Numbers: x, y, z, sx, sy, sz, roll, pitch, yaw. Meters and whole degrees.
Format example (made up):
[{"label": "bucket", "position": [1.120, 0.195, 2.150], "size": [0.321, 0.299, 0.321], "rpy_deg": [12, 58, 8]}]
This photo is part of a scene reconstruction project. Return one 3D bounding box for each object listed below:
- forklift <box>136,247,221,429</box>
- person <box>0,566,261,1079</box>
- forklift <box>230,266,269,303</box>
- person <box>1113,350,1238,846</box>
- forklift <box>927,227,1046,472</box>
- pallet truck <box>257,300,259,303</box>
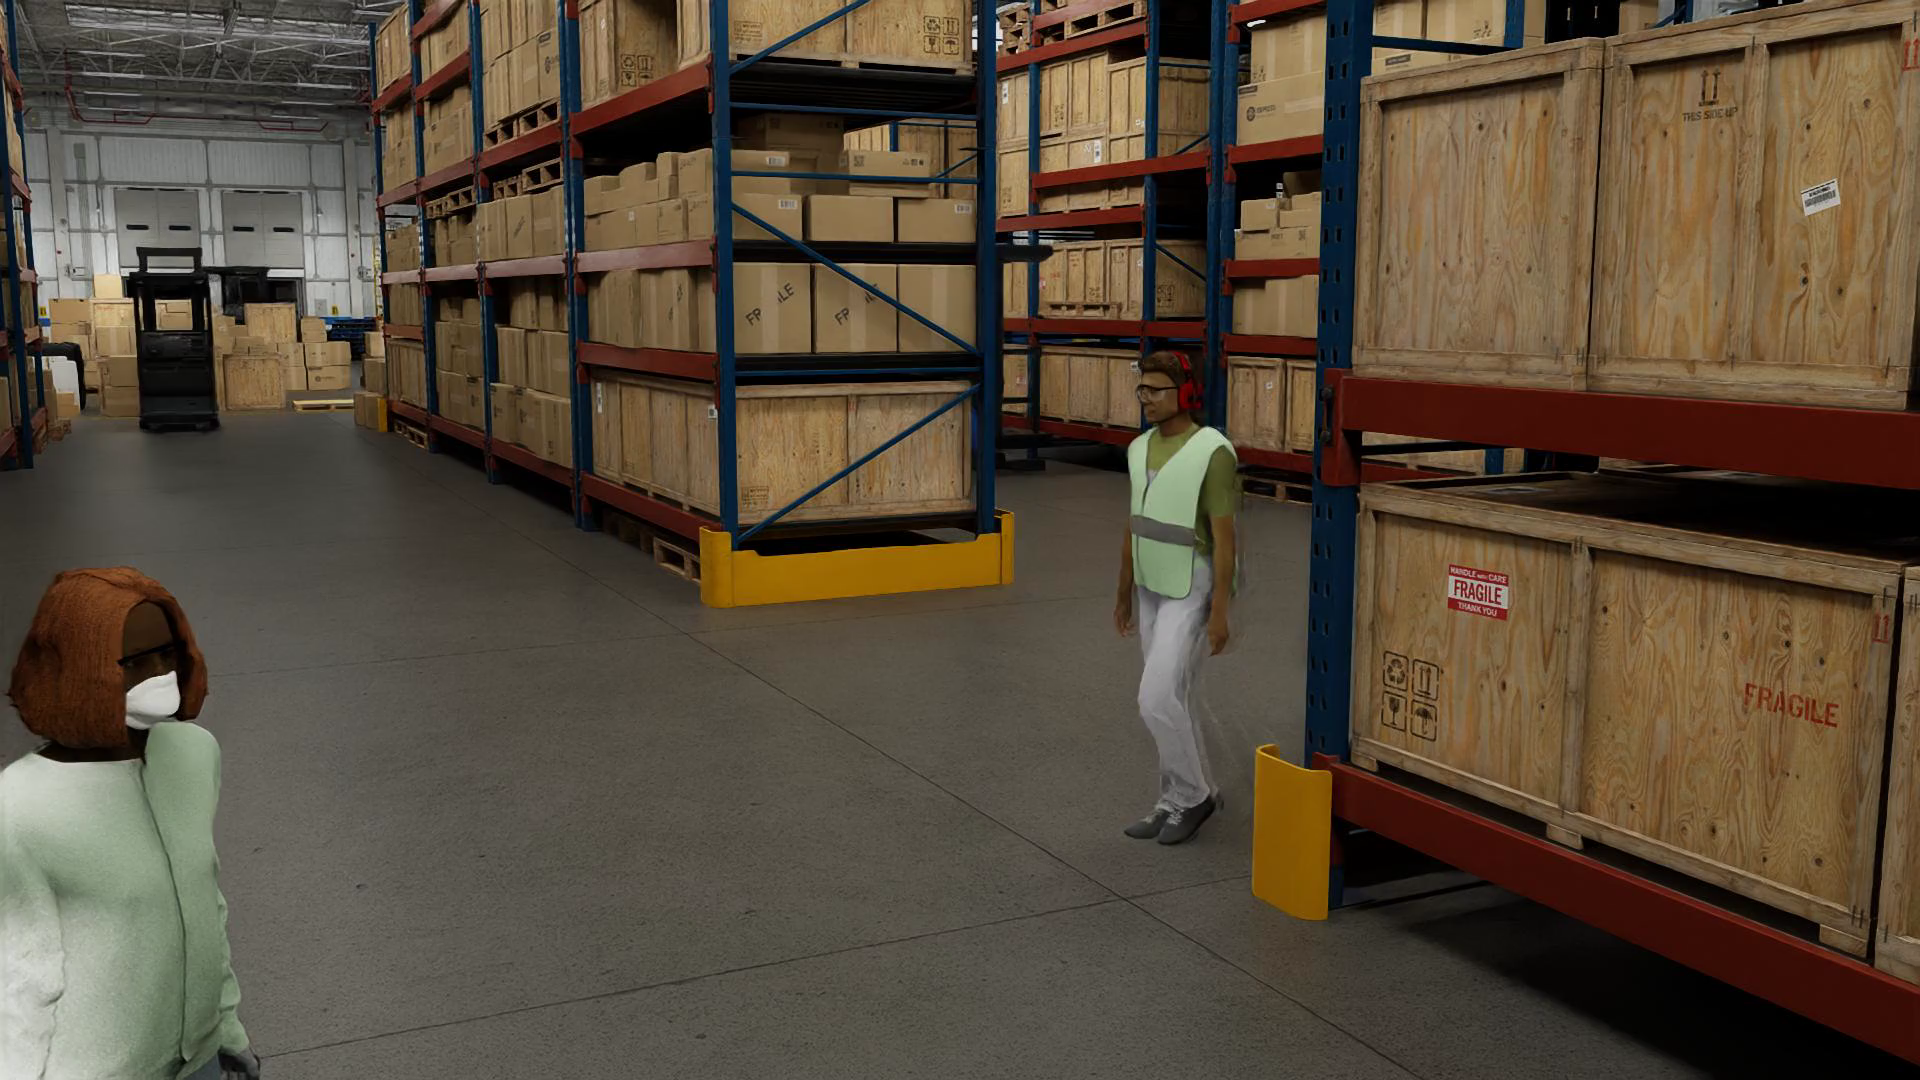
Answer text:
[{"label": "forklift", "position": [-12.311, -3.191, 26.095], "size": [1.129, 2.768, 1.873], "rpy_deg": [-4, 9, -23]}, {"label": "person", "position": [-1.262, 0.845, 2.540], "size": [0.265, 1.632, 0.508], "rpy_deg": [2, 8, 11]}, {"label": "forklift", "position": [-17.661, -5.425, 41.501], "size": [1.129, 2.768, 1.873], "rpy_deg": [2, 9, 14]}, {"label": "person", "position": [0.776, 0.220, 6.148], "size": [0.471, 1.832, 0.594], "rpy_deg": [-4, 9, -26]}, {"label": "forklift", "position": [-0.094, -2.180, 19.122], "size": [1.873, 2.768, 1.129], "rpy_deg": [-4, 9, -26]}, {"label": "pallet truck", "position": [-23.913, -7.404, 58.171], "size": [1.885, 1.965, 0.823], "rpy_deg": [-1, 8, -9]}]
